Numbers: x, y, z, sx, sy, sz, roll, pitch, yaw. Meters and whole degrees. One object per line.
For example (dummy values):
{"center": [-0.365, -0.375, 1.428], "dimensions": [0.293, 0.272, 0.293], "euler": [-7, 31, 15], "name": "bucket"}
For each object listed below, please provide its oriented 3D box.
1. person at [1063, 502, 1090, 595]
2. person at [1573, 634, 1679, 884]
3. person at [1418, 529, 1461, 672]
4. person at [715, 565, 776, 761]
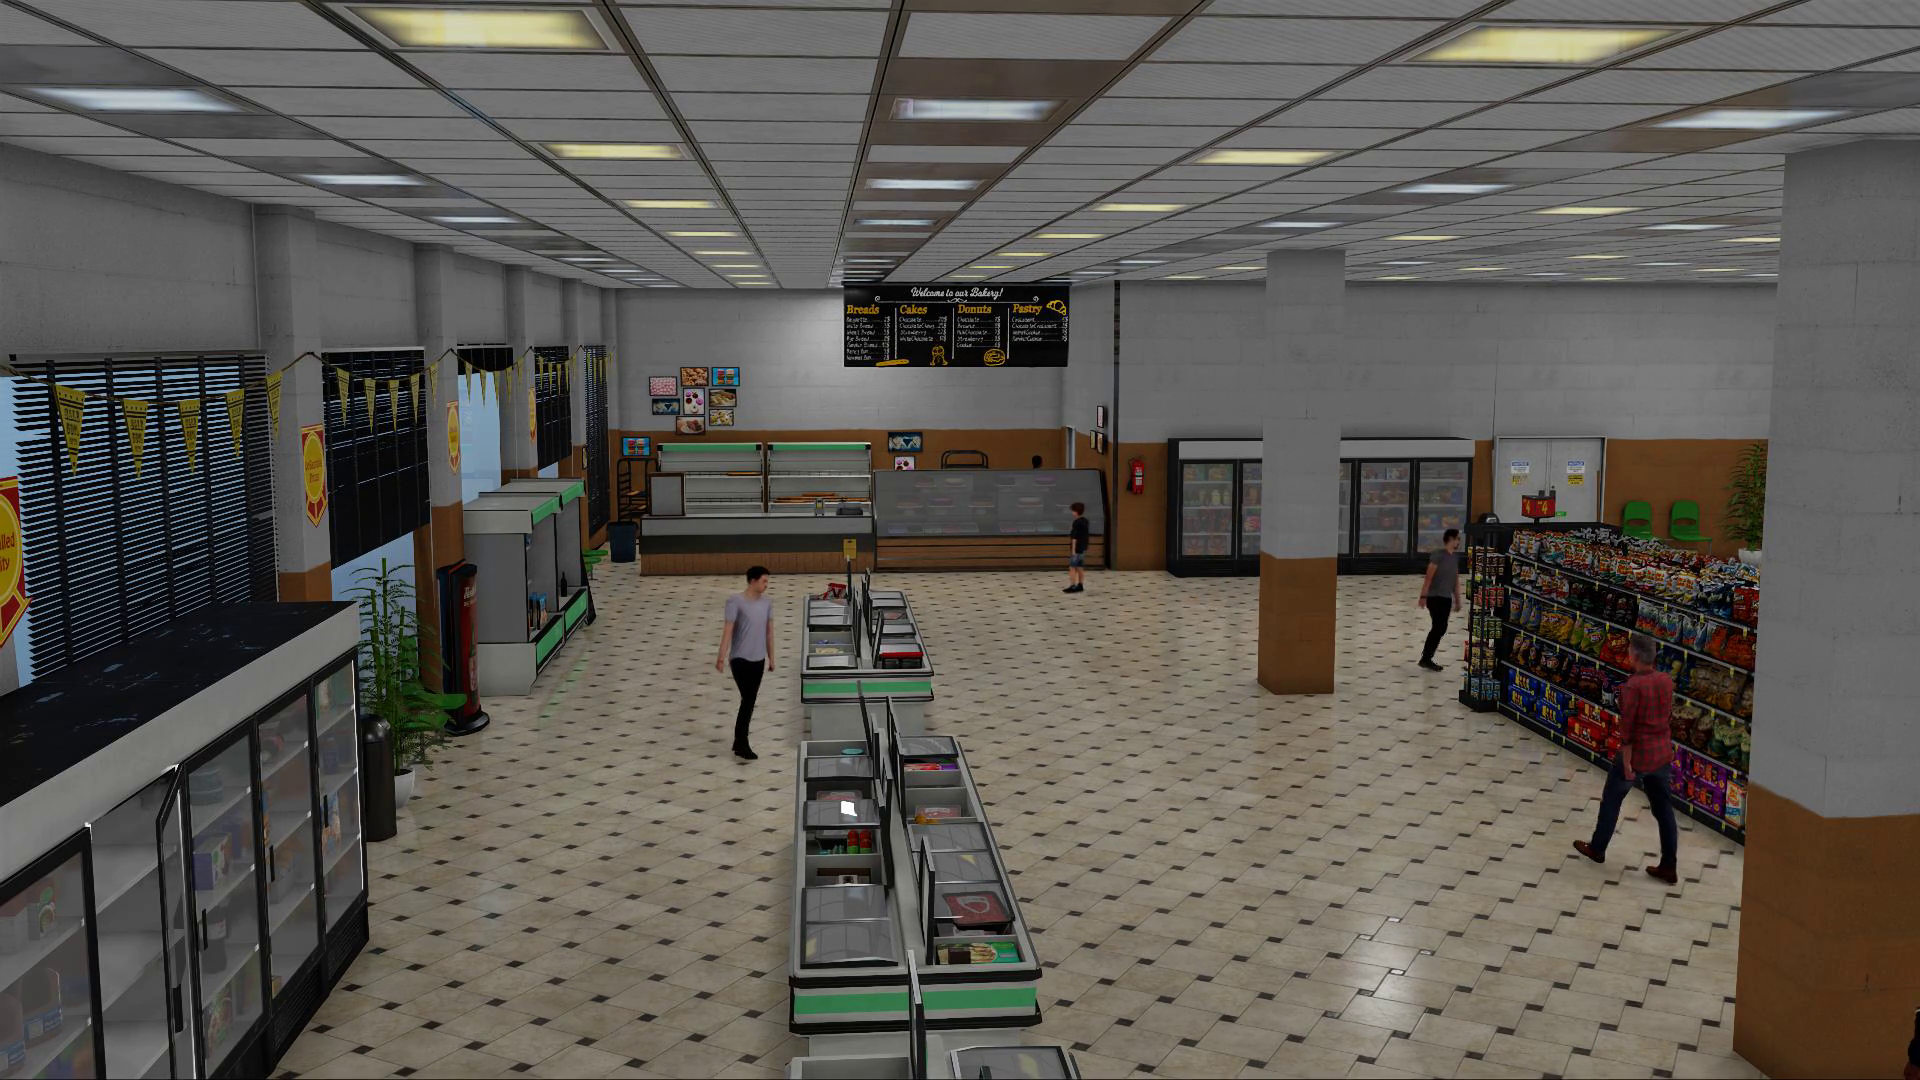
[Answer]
{"center": [1.897, 0.124, 26.295], "dimensions": [0.725, 1.445, 0.660], "euler": [5, 8, 35], "name": "person"}
{"center": [5.149, 1.635, 12.318], "dimensions": [0.899, 1.798, 1.142], "euler": [-2, 7, -20], "name": "person"}
{"center": [5.756, 0.734, 20.146], "dimensions": [0.826, 1.710, 0.854], "euler": [-4, 8, -29], "name": "person"}
{"center": [-2.093, 1.164, 16.054], "dimensions": [0.928, 1.838, 0.975], "euler": [-5, 9, -37], "name": "person"}
